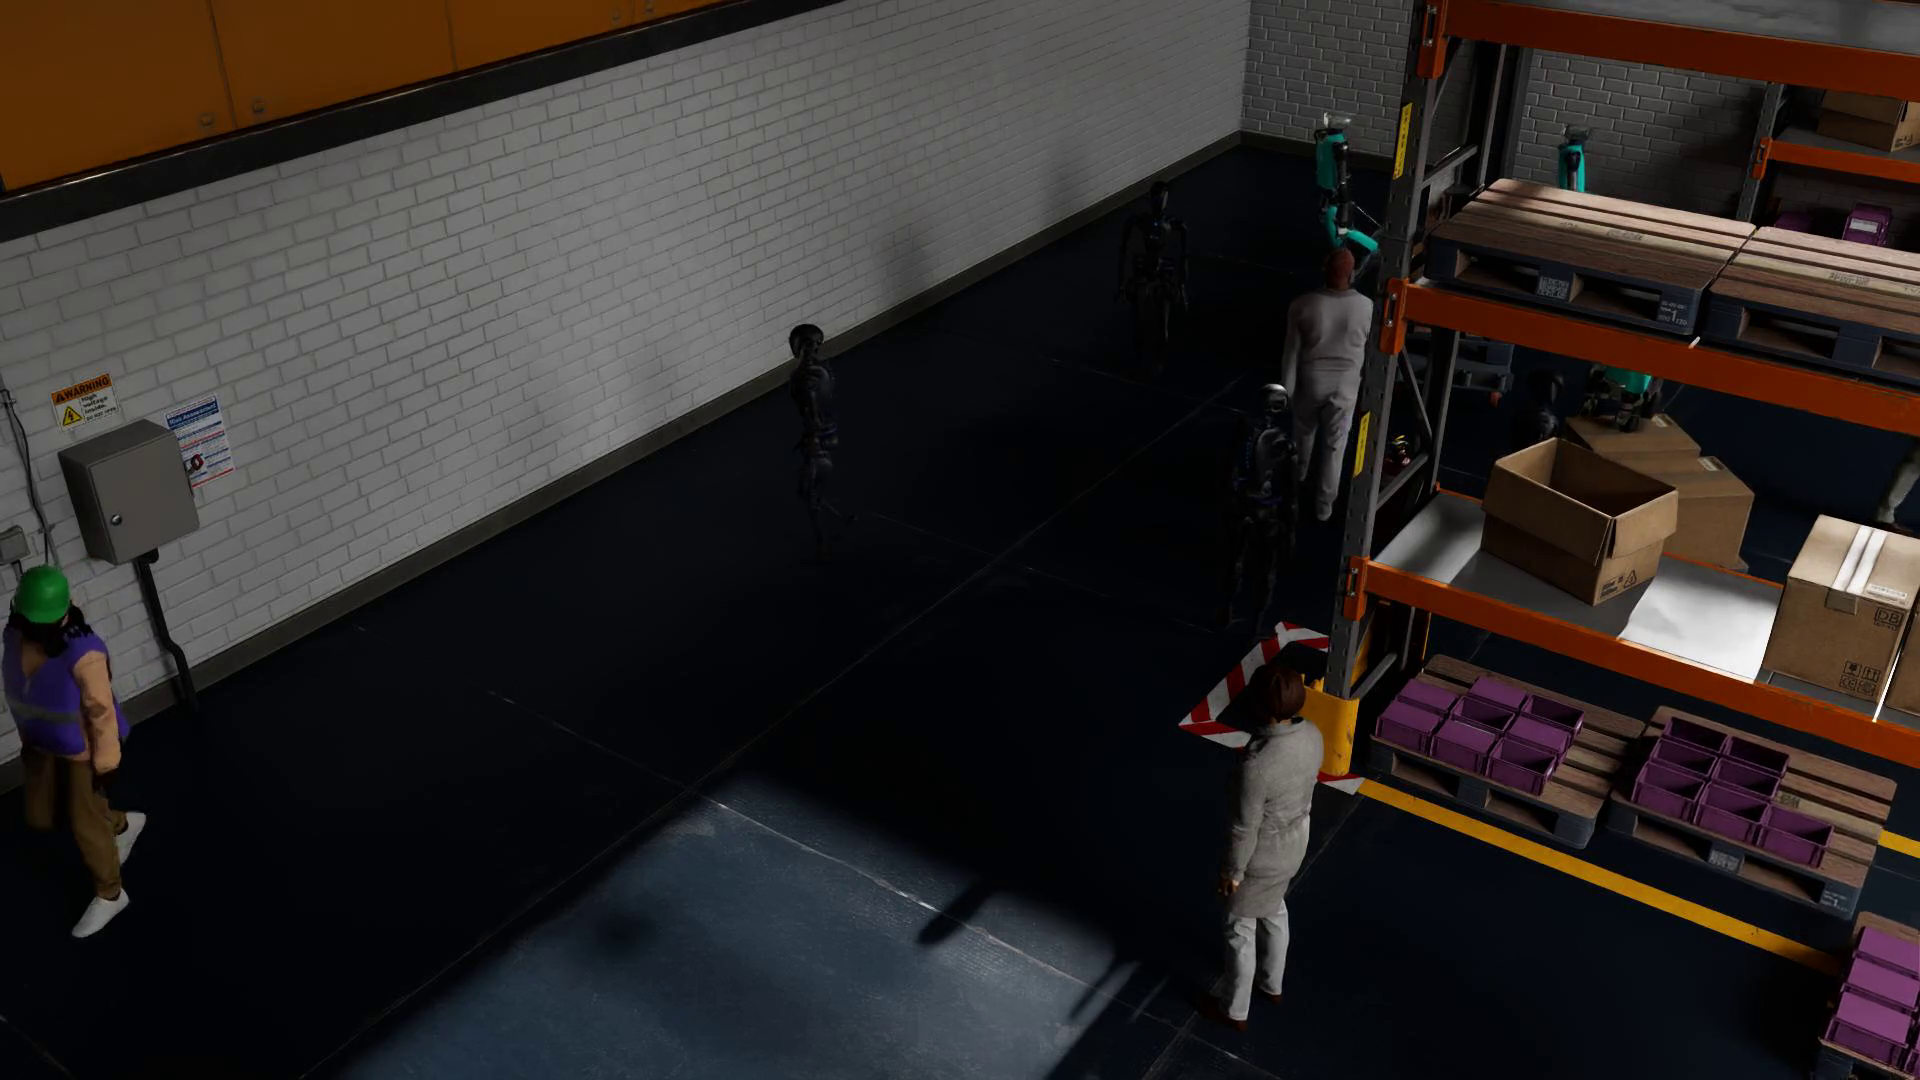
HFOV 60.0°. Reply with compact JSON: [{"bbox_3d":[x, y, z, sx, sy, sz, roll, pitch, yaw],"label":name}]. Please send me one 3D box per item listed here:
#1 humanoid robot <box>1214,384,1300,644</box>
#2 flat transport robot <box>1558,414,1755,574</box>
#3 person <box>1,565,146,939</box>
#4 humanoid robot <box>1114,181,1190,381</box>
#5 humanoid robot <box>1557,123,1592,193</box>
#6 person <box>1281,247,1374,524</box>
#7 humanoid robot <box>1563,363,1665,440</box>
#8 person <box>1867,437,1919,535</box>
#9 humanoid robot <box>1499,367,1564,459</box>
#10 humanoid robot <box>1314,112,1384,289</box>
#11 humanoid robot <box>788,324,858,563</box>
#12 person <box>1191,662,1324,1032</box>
[{"bbox_3d":[1.769,-0.171,9.923,0.345,1.656,0.590,-21,36,-31],"label":"humanoid robot"},{"bbox_3d":[4.259,0.173,10.739,1.431,0.231,0.659,-2,30,-4],"label":"flat transport robot"},{"bbox_3d":[-4.166,0.959,7.742,0.568,1.893,0.549,12,32,19],"label":"person"},{"bbox_3d":[1.525,-2.045,13.171,0.603,1.642,0.358,6,30,10],"label":"humanoid robot"},{"bbox_3d":[5.453,-2.611,14.114,0.971,1.753,0.591,12,32,20],"label":"humanoid robot"},{"bbox_3d":[2.516,-1.098,11.362,0.646,1.855,0.916,5,30,9],"label":"person"},{"bbox_3d":[4.090,-0.658,10.741,0.753,1.827,0.544,-18,35,-28],"label":"humanoid robot"},{"bbox_3d":[6.665,-0.825,10.923,0.982,1.810,0.603,1,30,1],"label":"person"},{"bbox_3d":[3.408,-0.282,10.131,0.339,1.645,0.598,5,30,9],"label":"humanoid robot"},{"bbox_3d":[3.424,-2.846,14.537,0.790,1.805,0.540,-6,31,-10],"label":"humanoid robot"},{"bbox_3d":[-0.885,-0.602,10.680,0.410,1.648,0.601,-4,30,-7],"label":"humanoid robot"},{"bbox_3d":[1.307,1.330,7.181,0.365,1.822,0.520,26,39,37],"label":"person"}]
